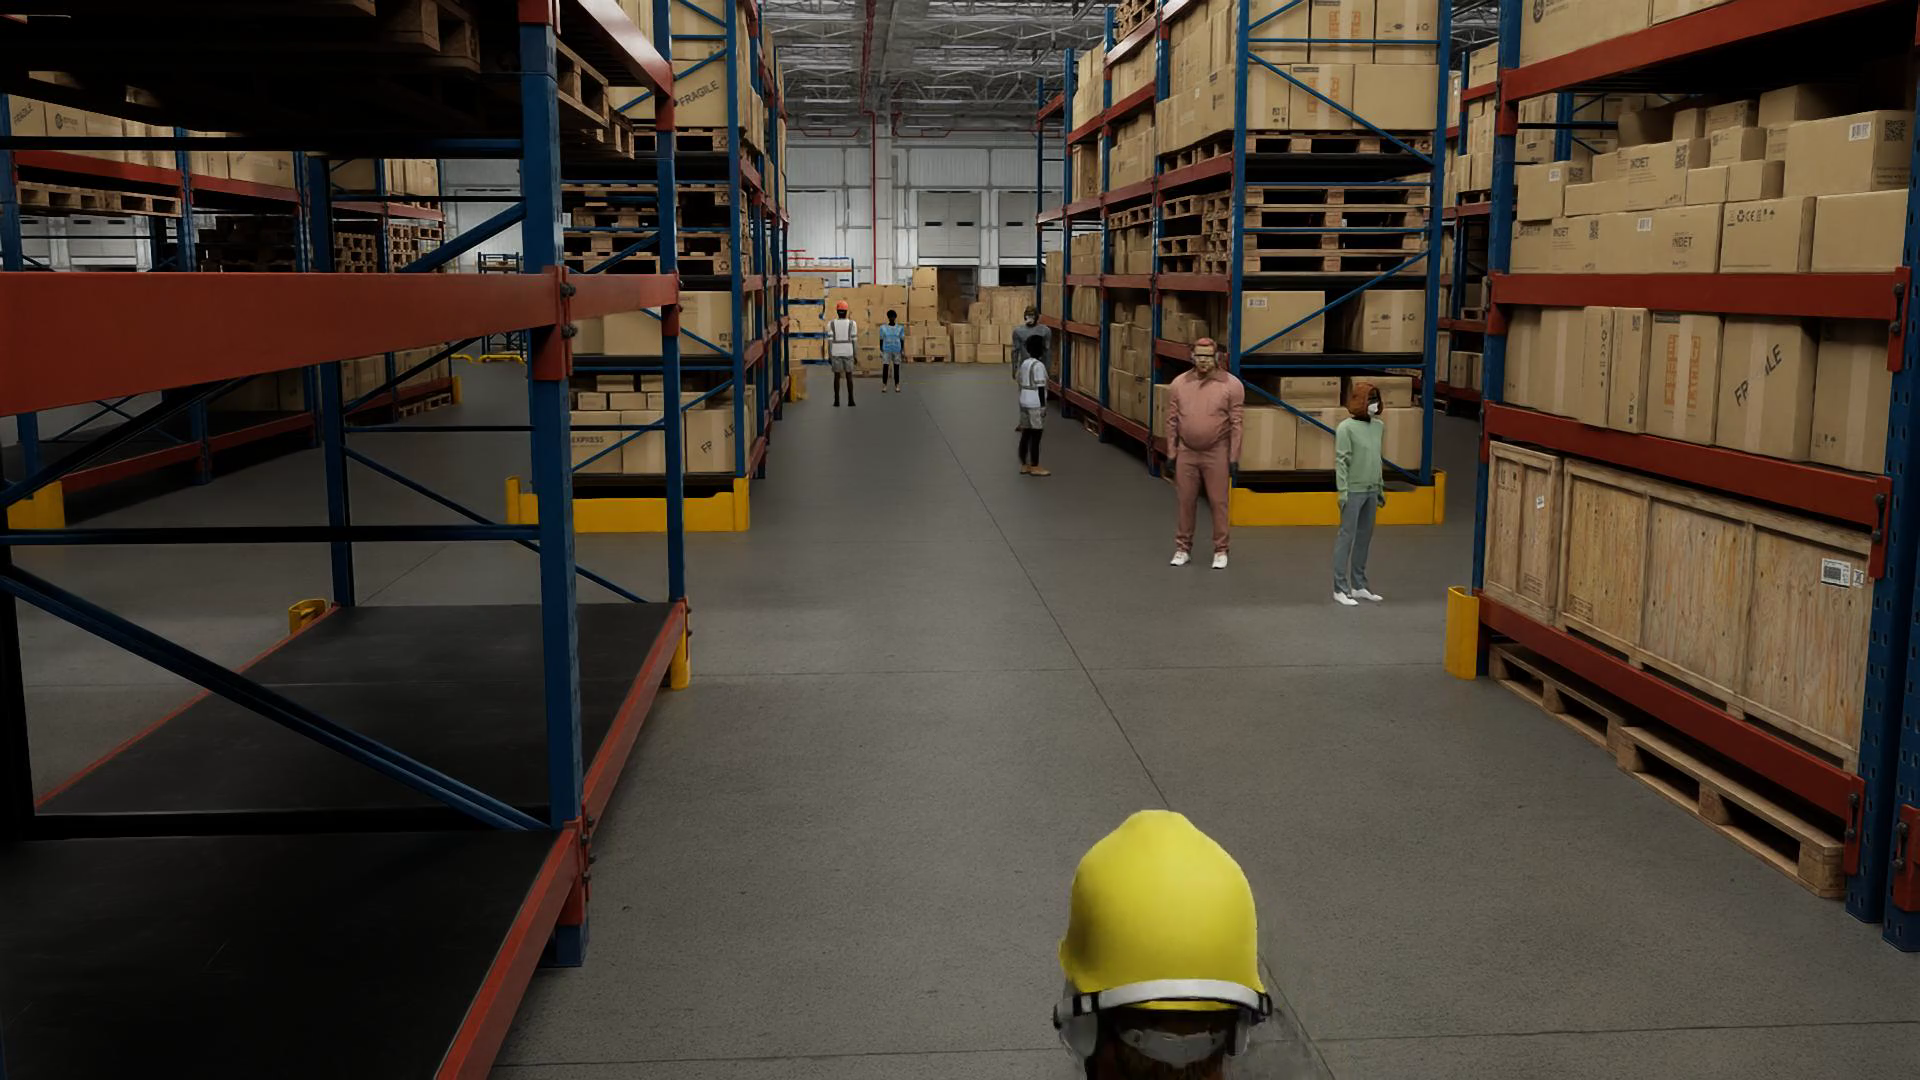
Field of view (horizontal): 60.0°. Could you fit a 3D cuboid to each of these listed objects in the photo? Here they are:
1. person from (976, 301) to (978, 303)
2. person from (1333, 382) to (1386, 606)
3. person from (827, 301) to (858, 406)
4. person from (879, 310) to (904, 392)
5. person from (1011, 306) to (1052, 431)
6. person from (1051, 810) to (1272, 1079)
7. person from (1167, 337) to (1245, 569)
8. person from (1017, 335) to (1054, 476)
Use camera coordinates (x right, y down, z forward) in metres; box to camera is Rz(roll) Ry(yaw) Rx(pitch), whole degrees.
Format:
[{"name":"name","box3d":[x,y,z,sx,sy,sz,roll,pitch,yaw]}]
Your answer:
[{"name":"person","box3d":[0.802,-8.911,65.791,0.548,1.686,0.449,-8,12,-42]},{"name":"person","box3d":[2.931,-0.340,12.166,0.507,1.632,0.272,-7,12,-38]},{"name":"person","box3d":[-2.156,-3.415,30.535,0.551,1.932,0.377,0,9,-2]},{"name":"person","box3d":[-1.404,-3.872,34.143,0.530,1.697,0.321,-1,9,-5]},{"name":"person","box3d":[1.100,-2.632,25.608,0.637,1.937,0.357,2,9,10]},{"name":"person","box3d":[0.227,1.195,1.962,0.596,1.809,0.546,-1,9,-6]},{"name":"person","box3d":[2.003,-0.711,13.675,0.646,1.899,0.396,4,10,25]},{"name":"person","box3d":[0.878,-1.597,19.944,0.468,1.690,0.580,-4,10,-22]}]
